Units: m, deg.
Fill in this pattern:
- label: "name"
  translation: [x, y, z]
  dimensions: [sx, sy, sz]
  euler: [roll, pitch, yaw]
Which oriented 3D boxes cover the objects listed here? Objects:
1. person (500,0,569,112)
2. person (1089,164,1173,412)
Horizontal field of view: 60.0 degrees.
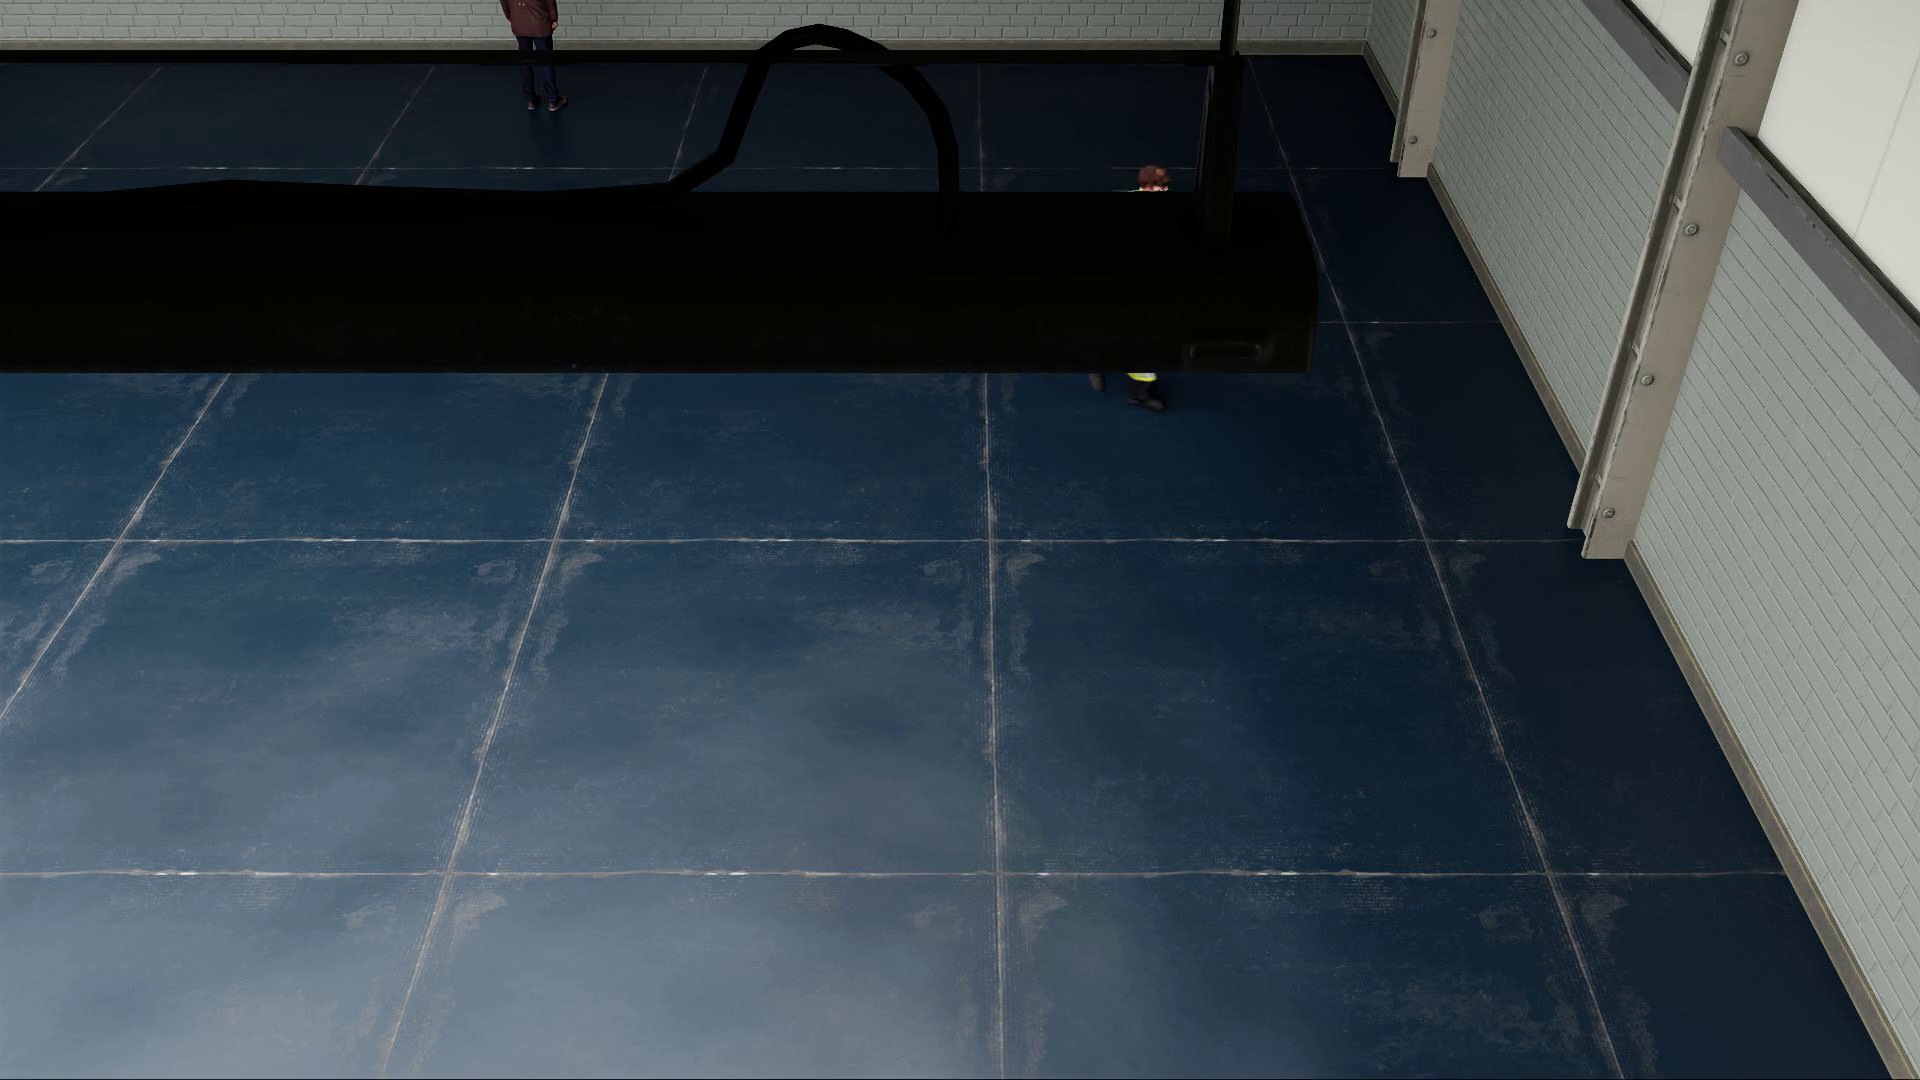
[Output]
- label: "person"
  translation: [-4.364, -5.293, 16.883]
  dimensions: [0.802, 1.845, 0.725]
  euler: [6, 38, 8]
- label: "person"
  translation: [1.261, -1.859, 12.266]
  dimensions: [1.100, 1.966, 1.043]
  euler: [29, 46, 33]
